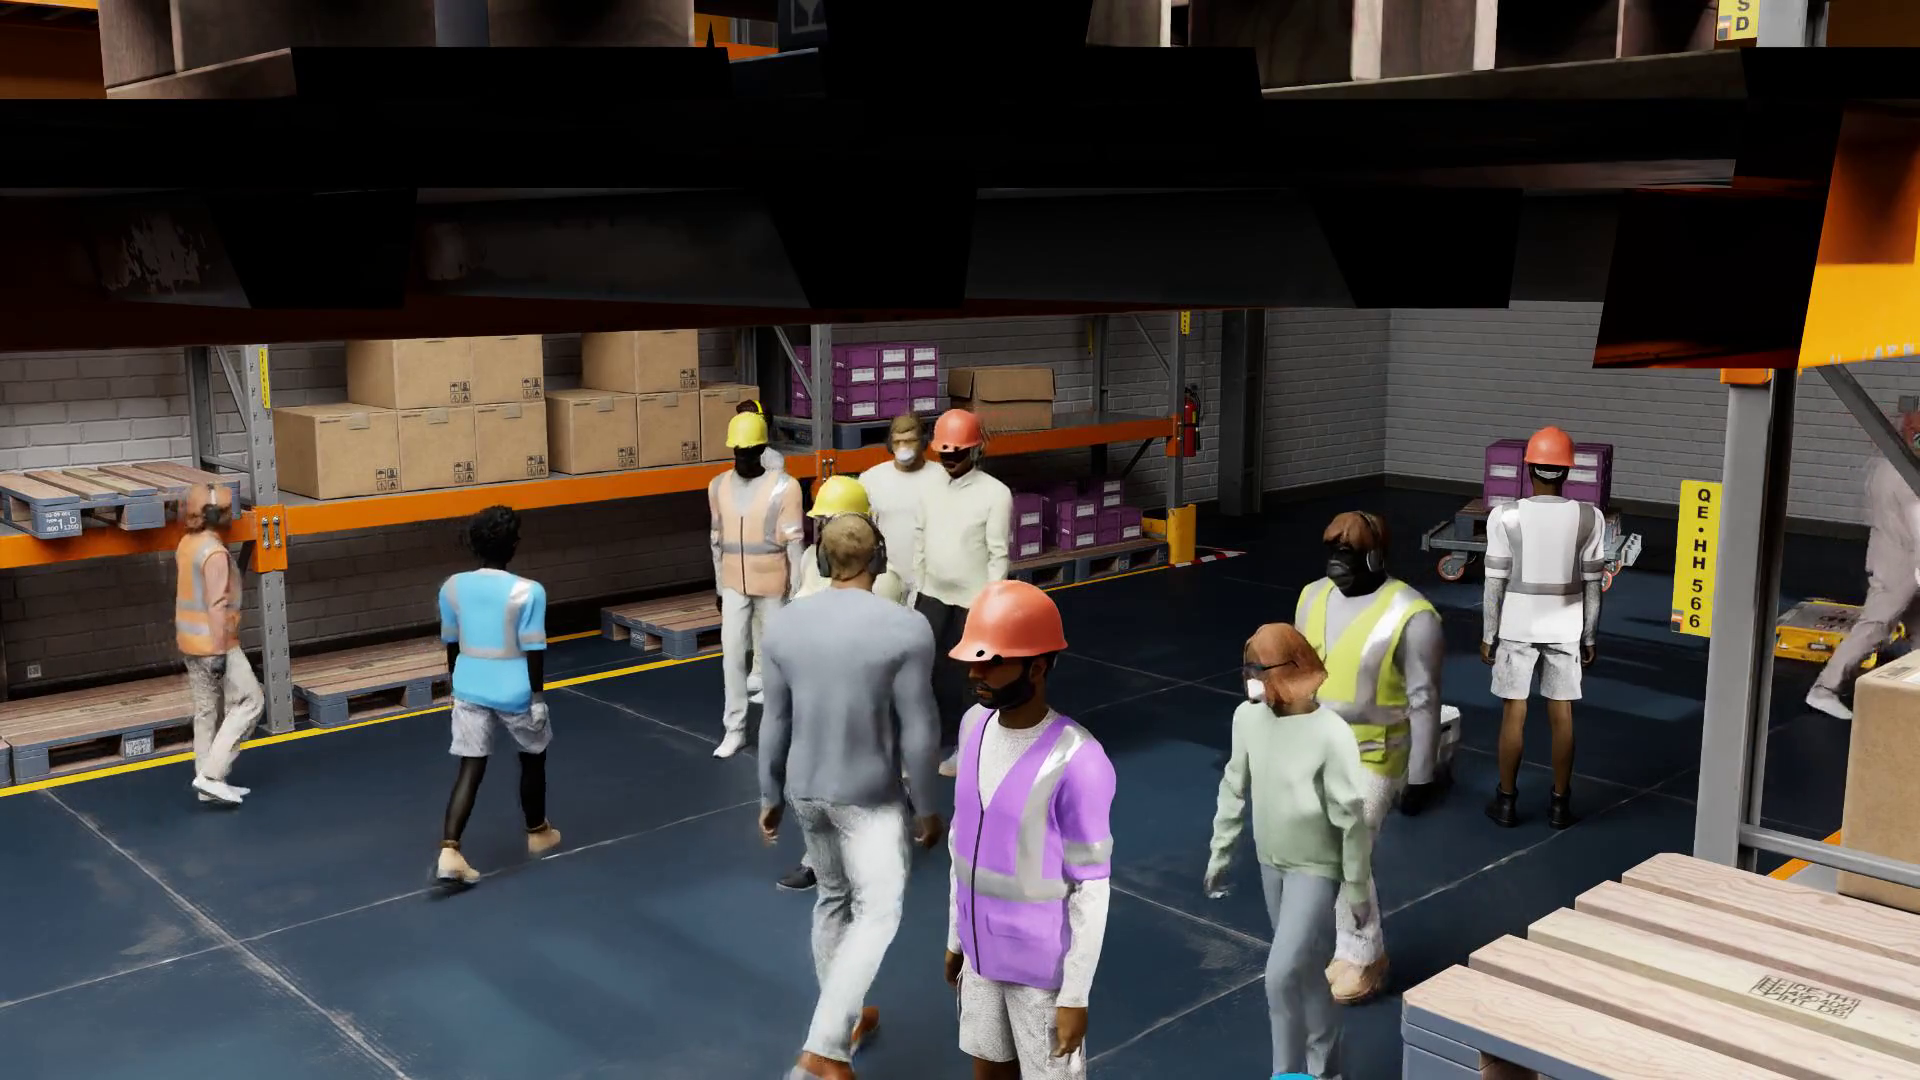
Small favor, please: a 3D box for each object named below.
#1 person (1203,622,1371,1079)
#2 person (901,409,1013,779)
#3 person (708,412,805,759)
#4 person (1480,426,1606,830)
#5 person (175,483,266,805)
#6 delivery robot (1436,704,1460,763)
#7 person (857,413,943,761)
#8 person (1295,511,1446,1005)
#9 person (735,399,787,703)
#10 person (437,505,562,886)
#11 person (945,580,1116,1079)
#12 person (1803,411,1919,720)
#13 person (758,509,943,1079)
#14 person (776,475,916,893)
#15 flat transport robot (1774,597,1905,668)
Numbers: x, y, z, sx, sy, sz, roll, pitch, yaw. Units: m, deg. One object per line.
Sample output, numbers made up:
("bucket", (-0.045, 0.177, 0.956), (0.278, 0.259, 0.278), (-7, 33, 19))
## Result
("person", (0.987, 1.059, 5.195), (0.675, 1.602, 0.513), (-6, 11, -30))
("person", (-0.039, 0.301, 8.592), (0.634, 1.960, 0.656), (6, 12, 32))
("person", (-1.113, 0.211, 9.343), (0.597, 1.898, 0.883), (3, 10, 19))
("person", (2.768, 0.425, 7.954), (0.552, 1.937, 0.356), (1, 10, 8))
("person", (-3.696, 0.527, 8.268), (0.358, 1.627, 0.527), (-9, 13, -43))
("delivery robot", (2.235, 0.986, 8.439), (0.477, 0.478, 0.707), (9, 13, 44))
("person", (-0.285, 0.220, 9.353), (0.634, 1.883, 1.046), (1, 10, 6))
("person", (1.407, 0.797, 6.100), (0.494, 1.823, 0.642), (-6, 11, -31))
("person", (-1.239, 0.066, 10.254), (0.314, 1.869, 0.536), (-6, 12, -33))
("person", (-2.056, 0.675, 7.301), (0.533, 1.659, 0.809), (2, 10, 14))
("person", (0.138, 1.054, 4.265), (0.360, 1.939, 0.543), (-8, 12, -39))
("person", (5.508, 0.169, 9.692), (1.008, 1.859, 0.660), (4, 10, 20))
("person", (-0.426, 0.871, 5.465), (0.650, 1.909, 0.698), (5, 11, 28))
("person", (-0.471, 0.597, 7.342), (0.815, 1.810, 0.596), (-7, 12, -37))
("flat transport robot", (6.122, 0.633, 11.609), (0.652, 0.197, 1.431), (8, 12, 38))
